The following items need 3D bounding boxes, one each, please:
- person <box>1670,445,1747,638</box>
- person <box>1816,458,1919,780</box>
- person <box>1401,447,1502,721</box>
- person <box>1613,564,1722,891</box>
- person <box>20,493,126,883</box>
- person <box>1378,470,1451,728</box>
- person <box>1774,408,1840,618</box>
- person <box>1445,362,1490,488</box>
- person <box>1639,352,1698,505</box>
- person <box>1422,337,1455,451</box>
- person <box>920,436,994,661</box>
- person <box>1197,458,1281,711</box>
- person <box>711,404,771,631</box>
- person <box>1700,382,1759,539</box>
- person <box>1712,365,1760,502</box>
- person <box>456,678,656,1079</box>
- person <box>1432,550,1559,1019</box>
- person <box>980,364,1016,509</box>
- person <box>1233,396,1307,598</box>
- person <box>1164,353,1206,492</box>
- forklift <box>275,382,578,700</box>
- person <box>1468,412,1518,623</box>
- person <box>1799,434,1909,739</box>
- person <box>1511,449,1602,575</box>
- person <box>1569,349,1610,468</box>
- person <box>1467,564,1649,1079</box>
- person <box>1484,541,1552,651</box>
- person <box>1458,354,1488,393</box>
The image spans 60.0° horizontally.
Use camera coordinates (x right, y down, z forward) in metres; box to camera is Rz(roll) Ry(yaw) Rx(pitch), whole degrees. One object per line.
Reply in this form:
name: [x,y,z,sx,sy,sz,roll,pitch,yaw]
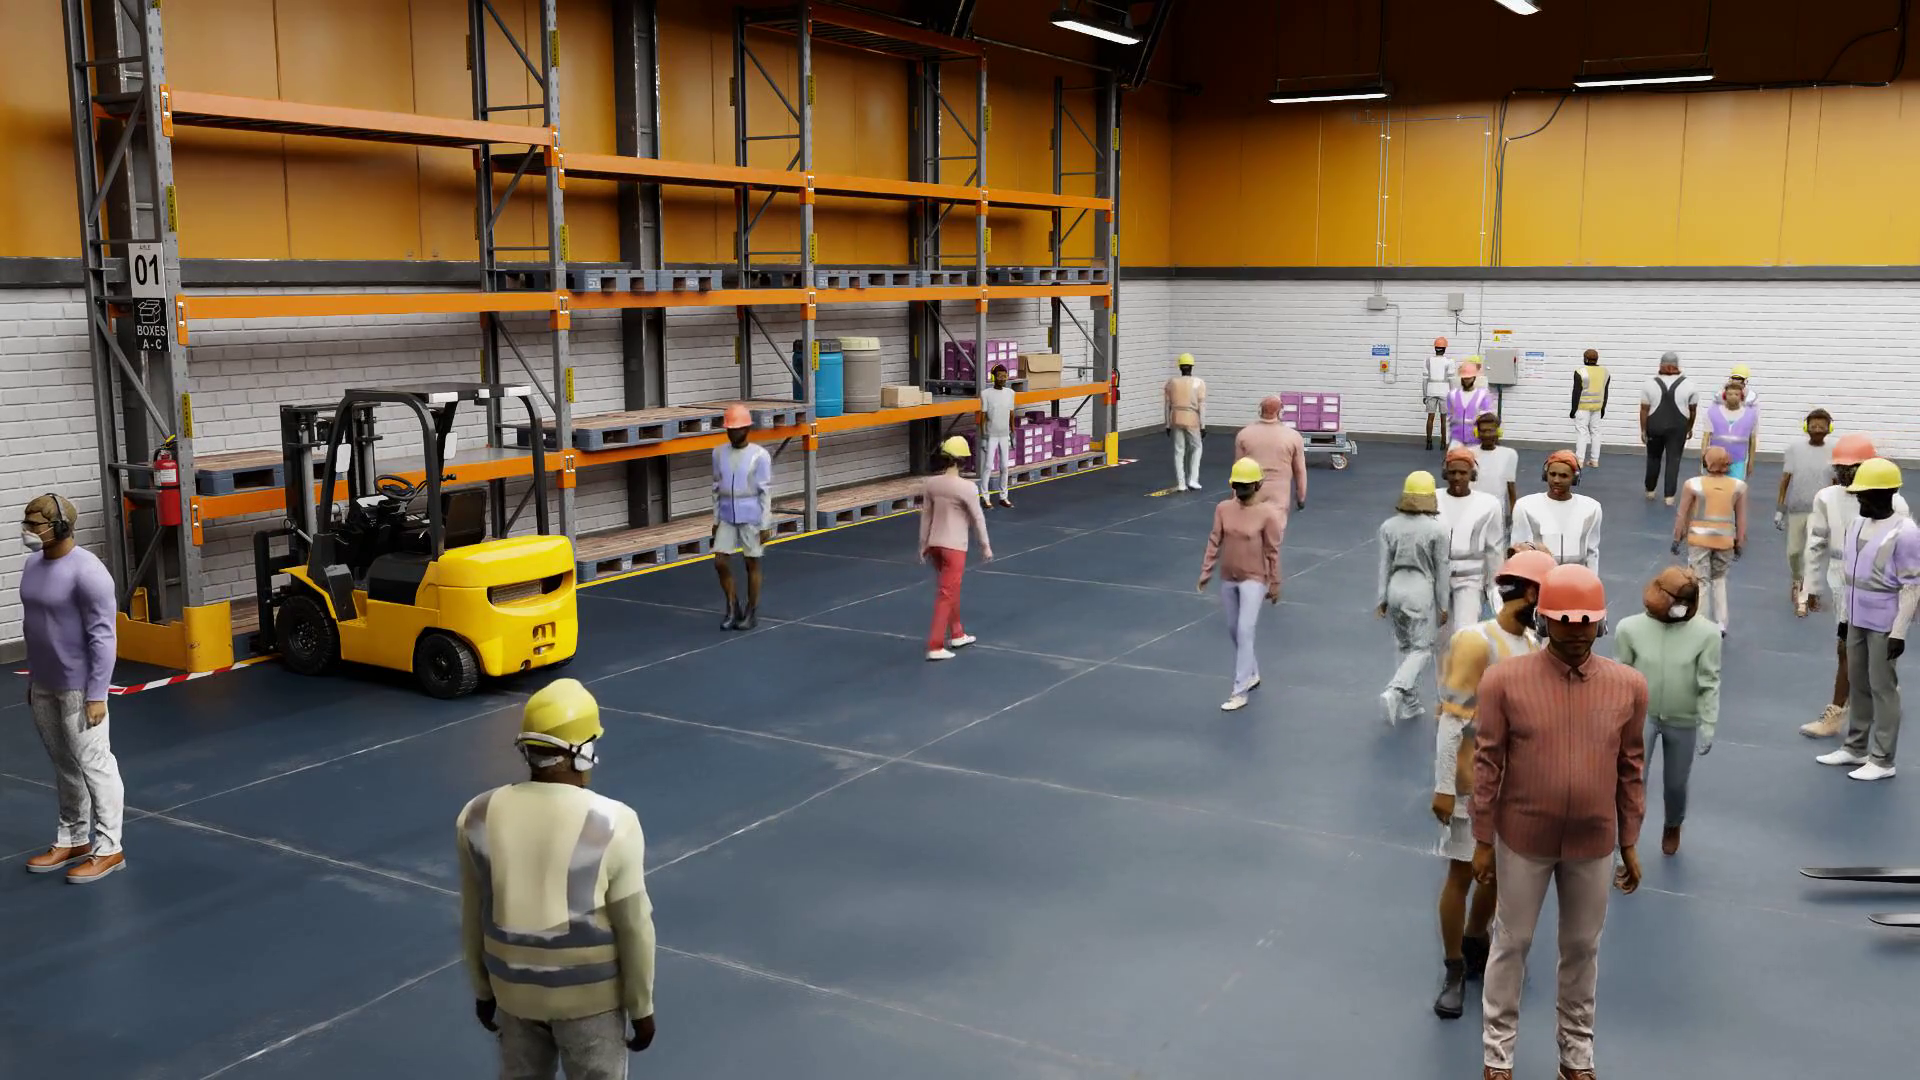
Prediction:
person: [6.080,0.038,13.527,0.525,1.625,0.393,0,9,2]
person: [5.425,0.469,9.912,0.386,1.922,0.594,-1,9,-3]
person: [3.228,0.326,10.983,0.584,1.859,0.732,5,10,28]
person: [3.504,0.887,8.305,0.504,1.605,0.735,4,10,21]
person: [-4.427,0.726,8.260,0.627,1.941,0.371,5,11,31]
person: [2.966,0.401,11.016,0.489,1.720,0.728,8,12,42]
person: [7.580,-0.271,14.843,0.517,1.834,0.894,6,11,33]
person: [6.240,-1.235,20.578,0.566,1.908,0.771,5,11,31]
person: [9.319,-1.510,21.902,0.692,2.000,1.030,4,10,24]
person: [8.152,-2.489,28.330,0.543,1.939,0.361,5,10,28]
person: [-0.009,0.059,13.057,0.772,1.740,0.538,-8,12,-43]
person: [1.988,0.280,11.667,0.536,1.741,0.698,9,13,44]
person: [-1.857,-0.171,13.906,0.578,1.920,0.530,3,10,18]
person: [8.568,-0.856,18.557,0.567,1.795,0.964,4,10,24]
person: [10.161,-1.385,21.815,0.586,1.824,0.404,6,11,35]
person: [-1.179,1.317,4.946,0.611,1.823,0.407,2,9,15]
person: [2.155,0.991,6.805,0.667,1.888,0.360,-7,12,-38]
person: [0.484,-1.322,21.312,0.505,1.860,0.320,-5,10,-26]
person: [2.936,-0.427,15.716,0.668,1.853,0.977,3,10,19]
person: [3.136,-1.622,22.976,0.623,1.911,0.549,5,10,26]
forklift: [-3.974,-0.067,12.417,2.313,2.155,1.214,5,11,30]
person: [4.480,-0.183,14.208,0.530,1.855,0.530,2,9,14]
person: [5.936,0.281,10.916,0.988,1.994,0.619,-5,10,-26]
person: [3.851,0.348,10.798,0.575,1.882,0.359,1,9,3]
person: [9.747,-2.040,25.830,0.636,1.842,0.429,-3,9,-16]
person: [2.141,1.065,5.972,0.620,1.994,0.377,0,9,3]
person: [2.941,0.812,8.668,0.314,1.636,0.515,-8,12,-41]
person: [8.021,-2.051,26.187,0.652,1.752,0.532,-8,12,-42]
